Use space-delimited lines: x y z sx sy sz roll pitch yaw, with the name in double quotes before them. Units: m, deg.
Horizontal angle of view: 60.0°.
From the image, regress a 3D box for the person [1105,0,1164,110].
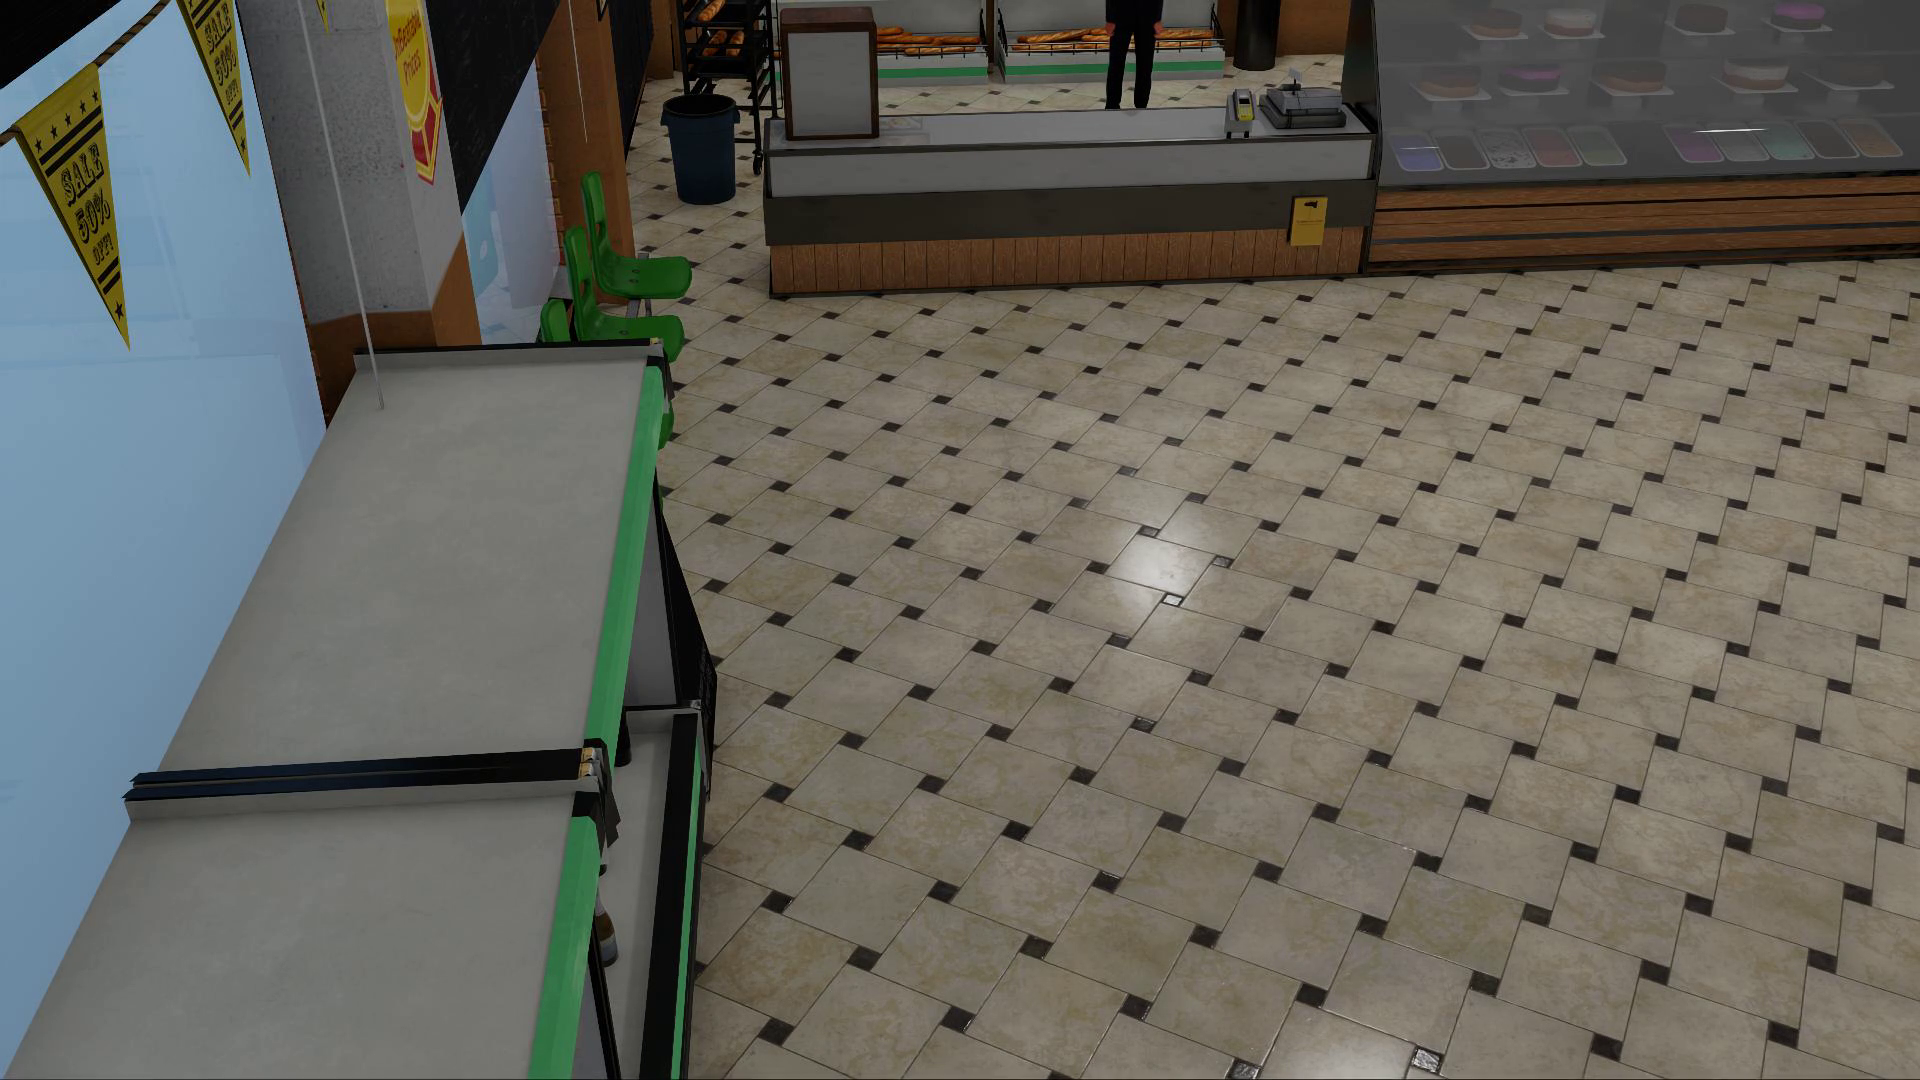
"person" 1.415 -4.247 13.479 0.614 1.868 0.564 -3 32 -4
